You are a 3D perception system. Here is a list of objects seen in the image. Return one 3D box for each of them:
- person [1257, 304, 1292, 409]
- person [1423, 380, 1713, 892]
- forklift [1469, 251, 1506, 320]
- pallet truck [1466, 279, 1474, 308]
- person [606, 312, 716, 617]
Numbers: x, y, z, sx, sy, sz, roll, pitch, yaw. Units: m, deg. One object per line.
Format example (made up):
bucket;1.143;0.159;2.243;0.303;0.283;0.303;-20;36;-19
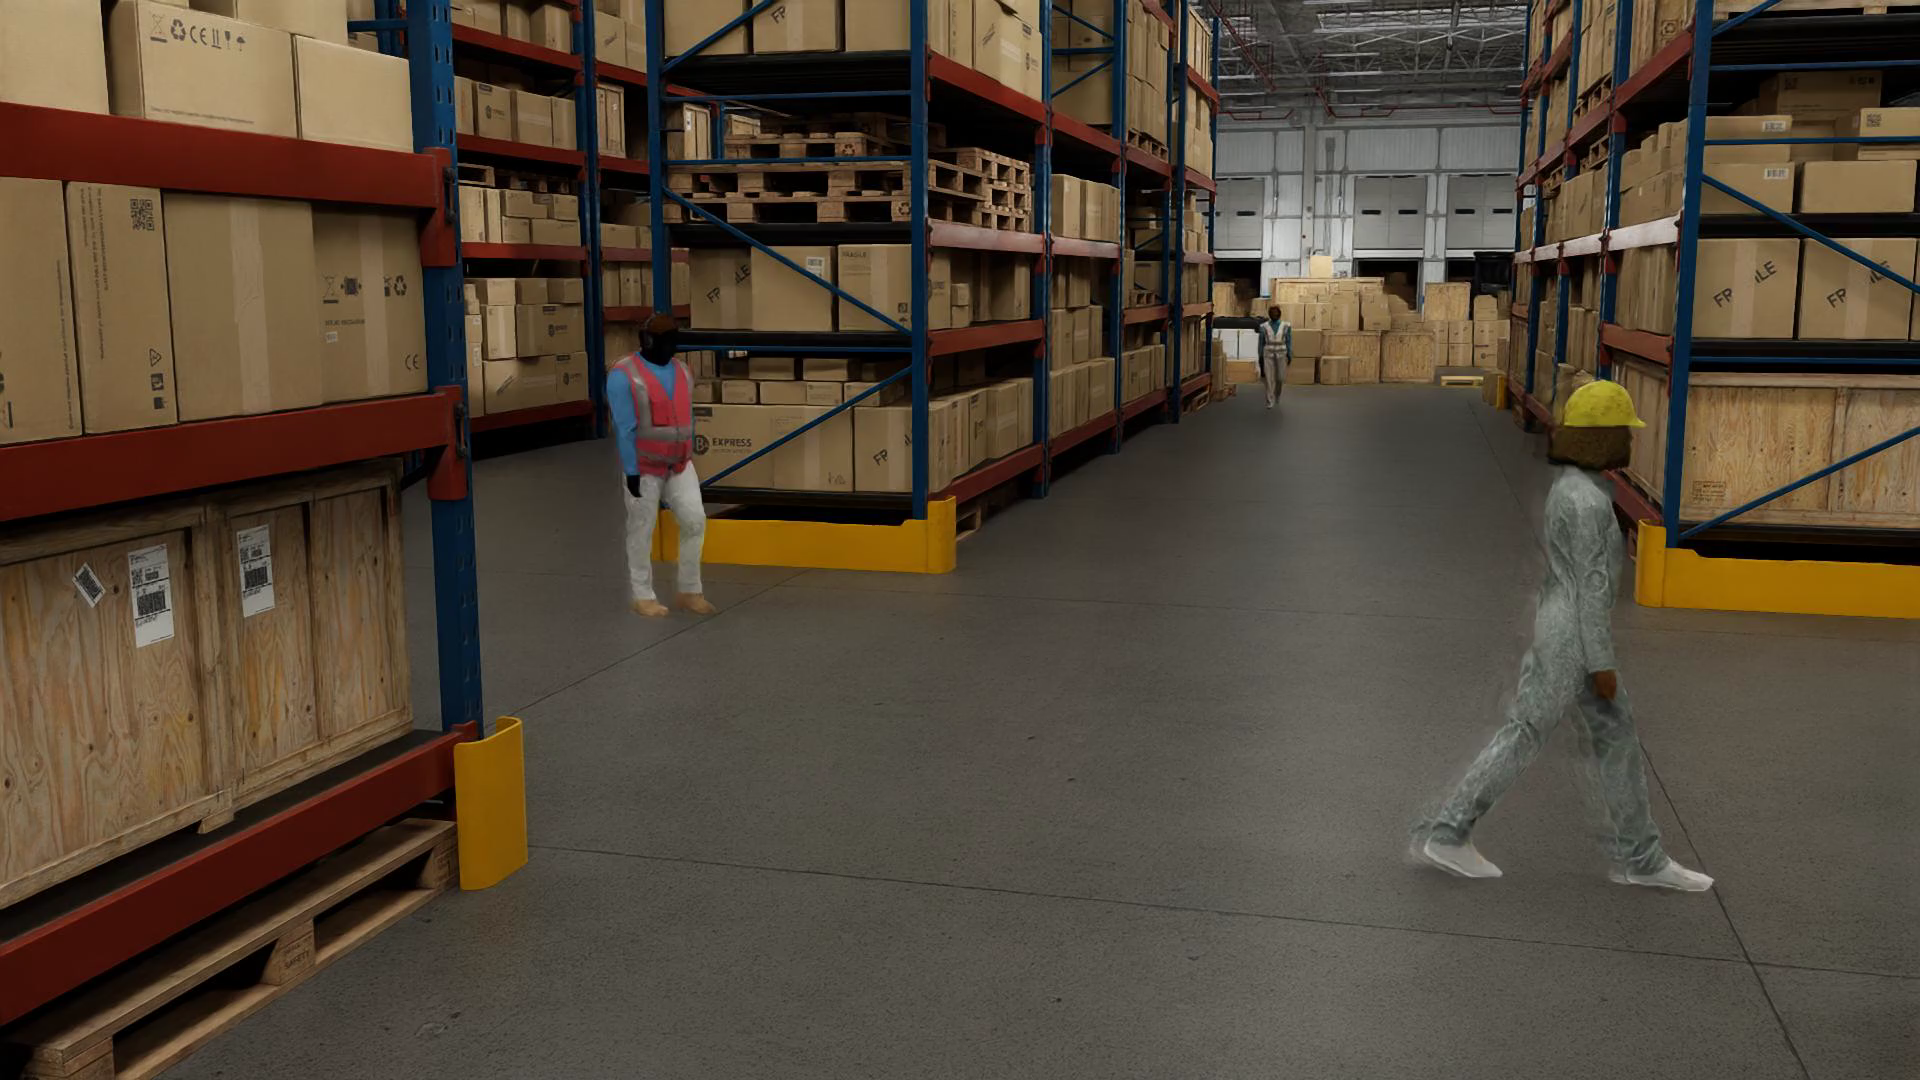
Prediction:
person;4.888;-2.857;25.886;0.531;1.622;0.423;1;9;8
person;2.009;0.323;5.481;0.919;1.699;0.492;3;9;19
forklift;15.886;-7.282;50.034;1.129;2.768;1.873;-2;9;-13
pallet truck;18.896;-8.459;60.307;1.885;1.965;0.823;5;10;31
person;-1.740;-0.423;9.835;0.630;1.825;0.629;9;12;43
